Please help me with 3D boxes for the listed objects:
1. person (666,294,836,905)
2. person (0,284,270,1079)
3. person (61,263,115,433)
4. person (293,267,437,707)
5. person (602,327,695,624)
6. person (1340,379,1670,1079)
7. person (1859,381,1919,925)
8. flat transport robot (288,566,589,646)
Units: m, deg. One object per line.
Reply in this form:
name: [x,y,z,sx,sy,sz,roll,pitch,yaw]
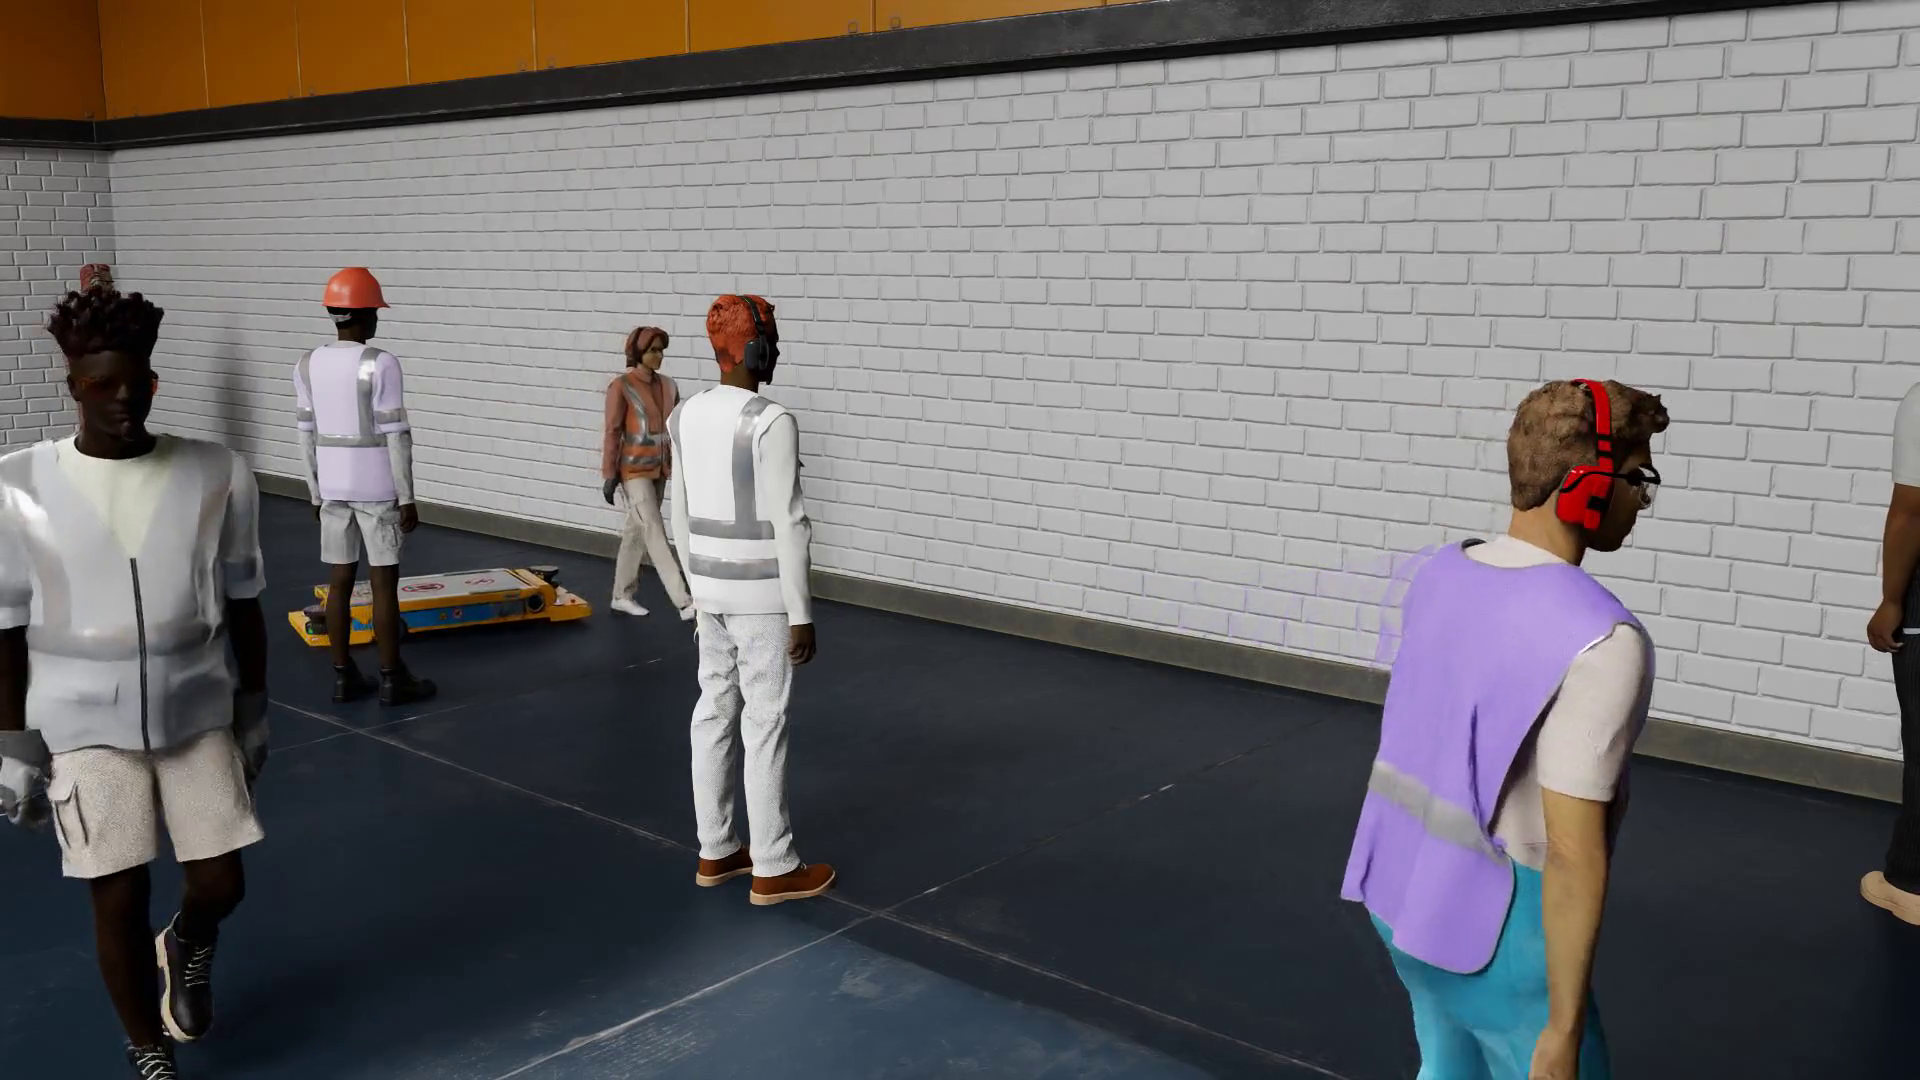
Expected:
person: [-0.657,0.188,5.164,0.574,1.882,0.356,9,13,42]
person: [-1.903,0.392,3.828,0.602,1.950,0.549,-7,12,-34]
person: [-6.632,-1.179,12.885,0.652,1.904,0.403,6,11,30]
person: [-2.641,-0.228,7.367,0.543,1.939,0.371,3,11,19]
person: [-1.613,-0.340,8.952,0.835,1.592,0.544,5,11,28]
person: [0.861,0.652,2.678,0.433,1.824,0.576,-3,10,-15]
person: [3.052,0.141,4.977,0.675,2.000,0.536,1,10,4]
flat transport robot: [-2.785,0.338,8.894,1.431,0.197,0.652,-6,11,-30]
